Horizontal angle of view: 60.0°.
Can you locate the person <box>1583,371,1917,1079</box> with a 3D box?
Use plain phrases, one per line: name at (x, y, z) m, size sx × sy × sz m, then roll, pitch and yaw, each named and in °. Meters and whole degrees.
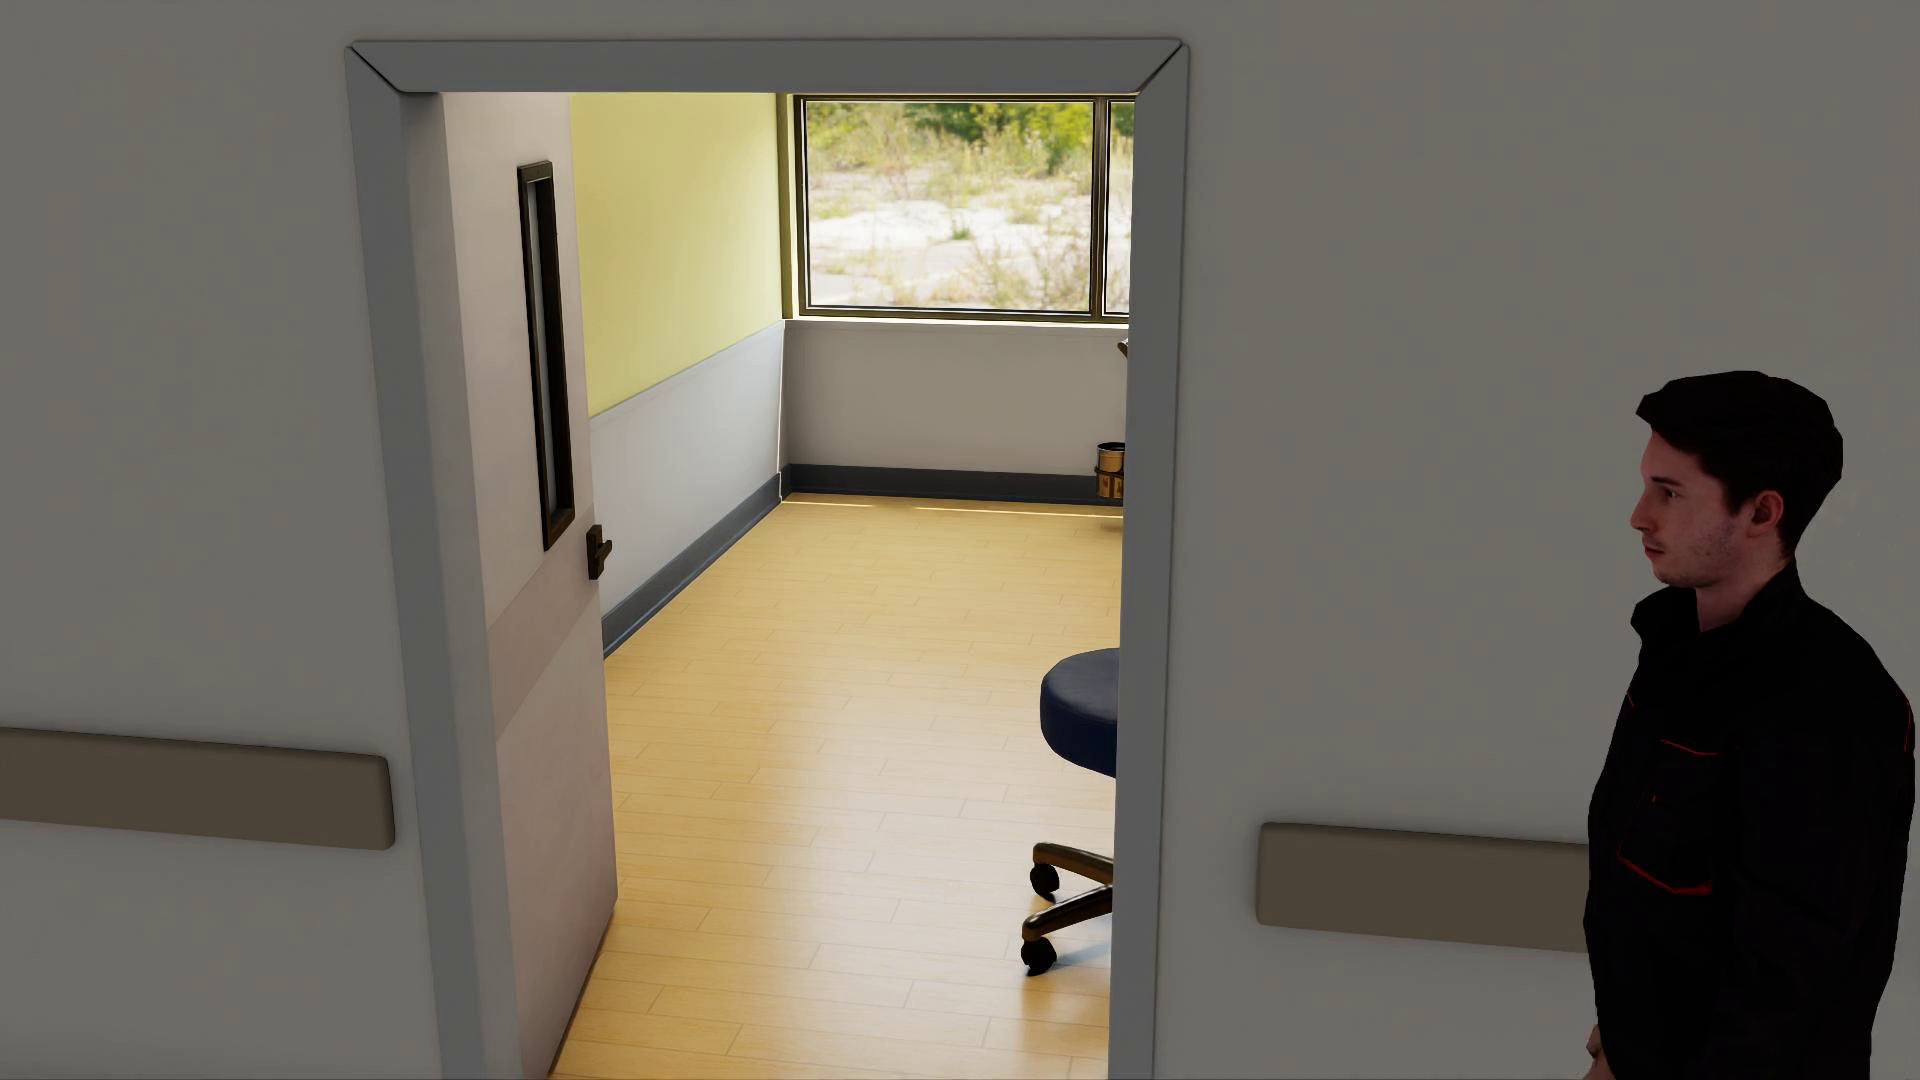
person at (1.094, 0.755, 2.182) m, size 1.353 × 1.869 × 0.906 m, roll -1°, pitch 16°, yaw -5°
